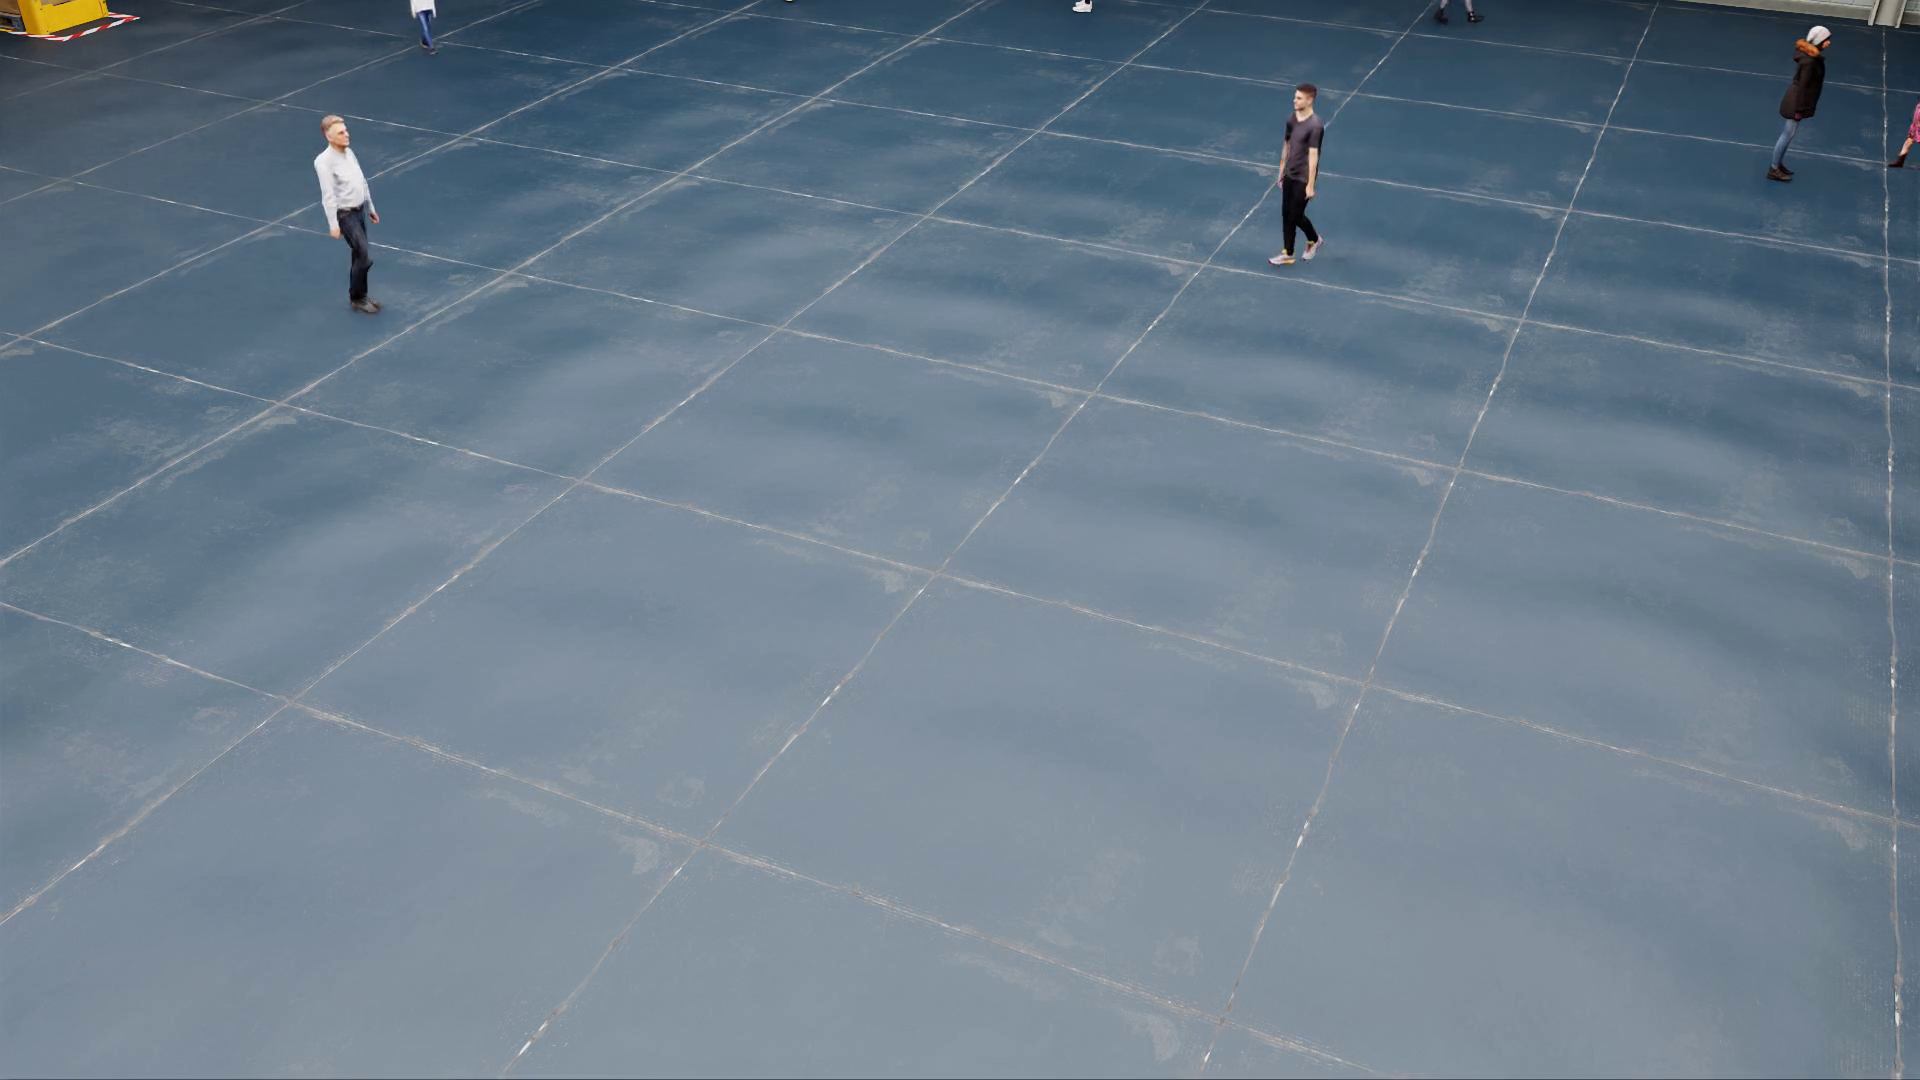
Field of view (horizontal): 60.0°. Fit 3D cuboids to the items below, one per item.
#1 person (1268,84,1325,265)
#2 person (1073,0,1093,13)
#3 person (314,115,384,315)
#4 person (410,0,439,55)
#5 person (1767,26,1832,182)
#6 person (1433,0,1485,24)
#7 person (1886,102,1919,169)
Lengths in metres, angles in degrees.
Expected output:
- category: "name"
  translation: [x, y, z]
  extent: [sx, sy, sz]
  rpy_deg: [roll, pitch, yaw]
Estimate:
- category: "person"
  translation: [3.272, -3.420, 15.668]
  extent: [0.911, 1.752, 0.852]
  rpy_deg: [-14, 35, -21]
- category: "person"
  translation: [1.799, -8.392, 23.560]
  extent: [0.574, 1.742, 0.606]
  rpy_deg: [9, 33, 14]
- category: "person"
  translation: [-5.506, -2.899, 14.791]
  extent: [0.705, 1.807, 0.716]
  rpy_deg: [6, 33, 9]
- category: "person"
  translation: [-7.118, -7.021, 22.000]
  extent: [0.670, 1.087, 0.854]
  rpy_deg: [-22, 38, -31]
- category: "person"
  translation: [8.956, -4.677, 17.772]
  extent: [0.583, 1.633, 0.608]
  rpy_deg: [15, 35, 23]
- category: "person"
  translation: [6.879, -7.777, 23.052]
  extent: [0.983, 1.244, 0.772]
  rpy_deg: [-1, 32, -2]
- category: "person"
  translation: [10.525, -4.514, 18.096]
  extent: [0.775, 1.012, 0.542]
  rpy_deg: [5, 33, 8]
